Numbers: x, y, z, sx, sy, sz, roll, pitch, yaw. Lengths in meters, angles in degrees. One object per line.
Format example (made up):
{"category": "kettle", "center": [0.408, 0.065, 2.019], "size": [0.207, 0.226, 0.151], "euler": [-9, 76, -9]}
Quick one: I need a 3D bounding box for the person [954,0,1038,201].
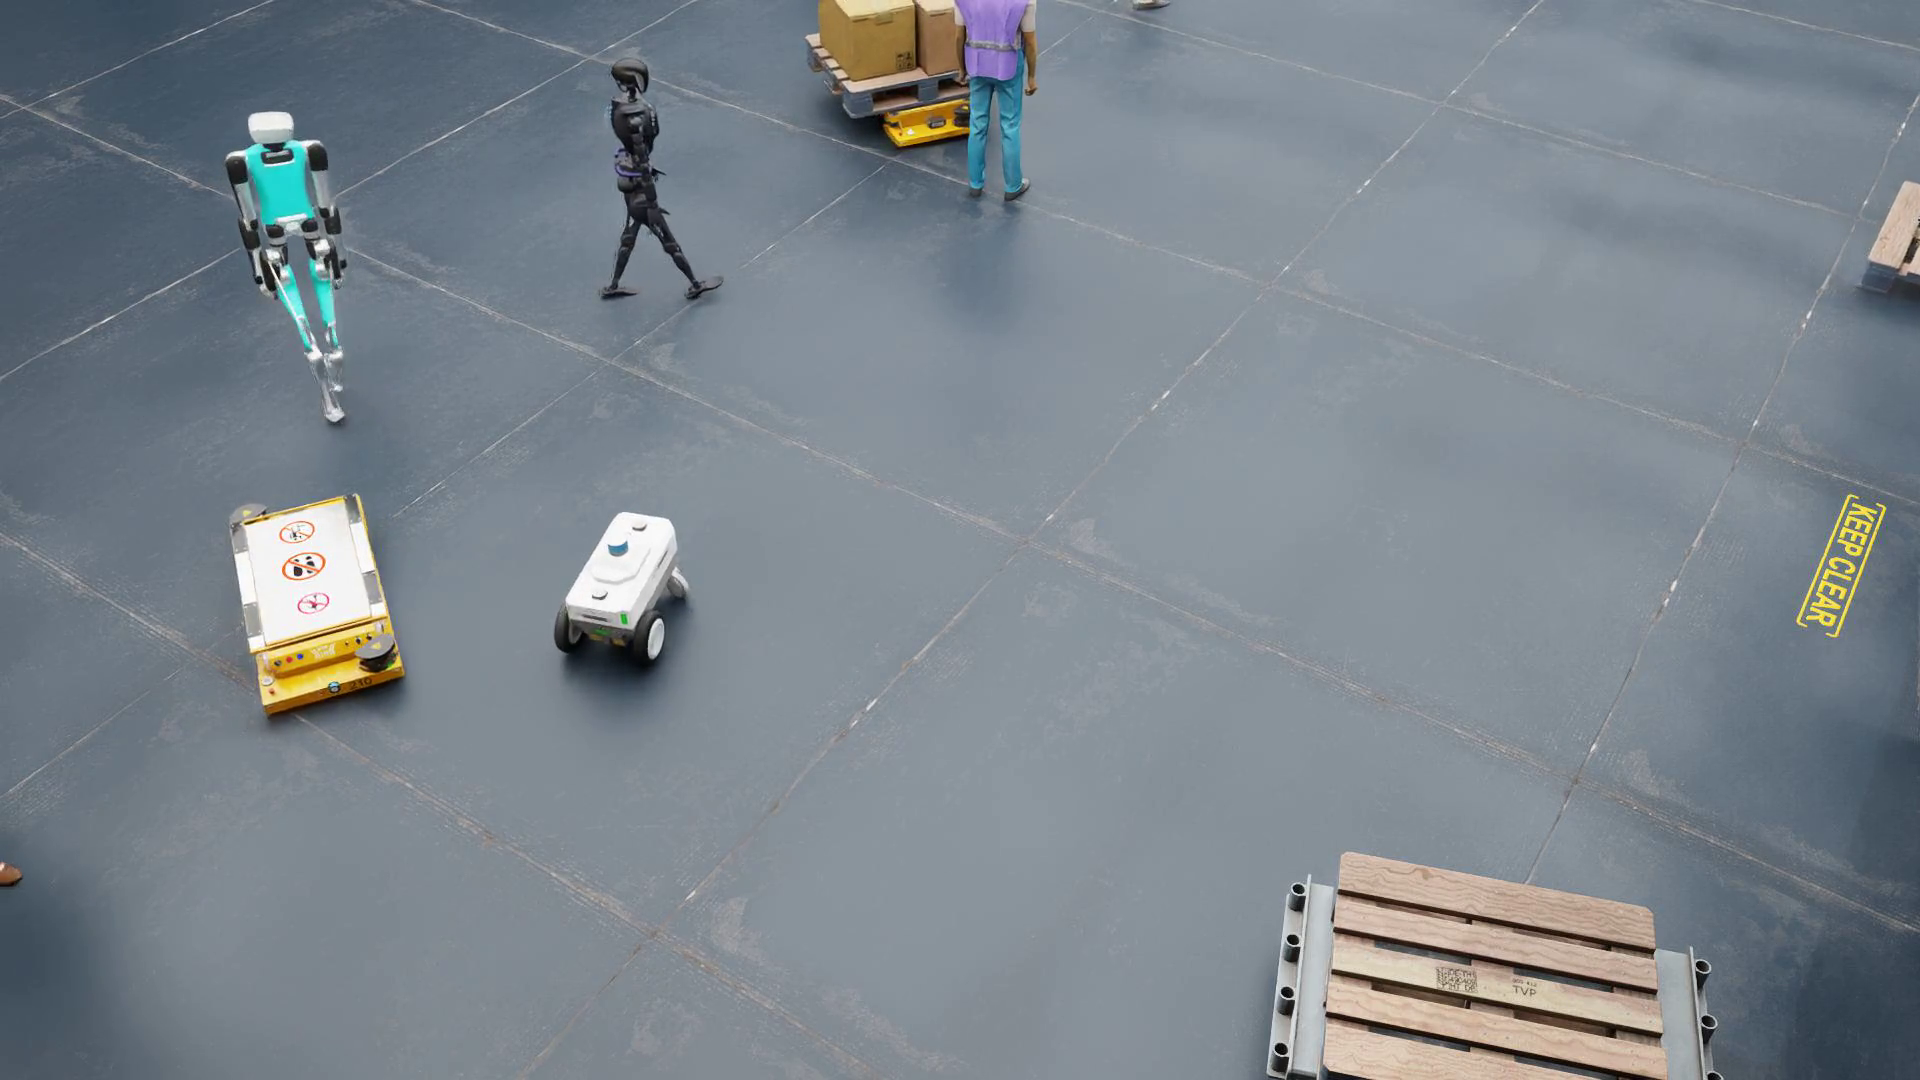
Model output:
{"category": "person", "center": [0.233, -3.124, 11.092], "size": [0.565, 1.846, 0.390], "euler": [10, 43, 11]}

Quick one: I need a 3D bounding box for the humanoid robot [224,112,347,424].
{"category": "humanoid robot", "center": [-3.640, -1.404, 9.267], "size": [0.572, 1.774, 0.872], "euler": [-14, 44, -15]}

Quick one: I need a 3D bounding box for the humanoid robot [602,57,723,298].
{"category": "humanoid robot", "center": [-1.934, -2.214, 10.232], "size": [0.781, 1.631, 0.601], "euler": [-9, 43, -10]}

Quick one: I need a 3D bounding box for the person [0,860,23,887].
{"category": "person", "center": [-4.529, 0.603, 6.924], "size": [0.969, 1.836, 0.623], "euler": [16, 44, 17]}

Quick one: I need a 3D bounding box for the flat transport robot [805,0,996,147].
{"category": "flat transport robot", "center": [-0.428, -3.420, 12.606], "size": [0.659, 0.231, 1.431], "euler": [-16, 44, -17]}

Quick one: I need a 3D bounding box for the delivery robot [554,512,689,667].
{"category": "delivery robot", "center": [-1.676, 0.238, 8.303], "size": [0.522, 0.602, 0.773], "euler": [9, 43, 10]}

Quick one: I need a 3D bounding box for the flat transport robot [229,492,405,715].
{"category": "flat transport robot", "center": [-3.302, 0.262, 8.486], "size": [0.659, 0.231, 1.431], "euler": [-16, 44, -17]}

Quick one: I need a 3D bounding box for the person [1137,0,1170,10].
{"category": "person", "center": [1.703, -5.334, 13.615], "size": [0.810, 1.785, 0.593], "euler": [-25, 48, -26]}
